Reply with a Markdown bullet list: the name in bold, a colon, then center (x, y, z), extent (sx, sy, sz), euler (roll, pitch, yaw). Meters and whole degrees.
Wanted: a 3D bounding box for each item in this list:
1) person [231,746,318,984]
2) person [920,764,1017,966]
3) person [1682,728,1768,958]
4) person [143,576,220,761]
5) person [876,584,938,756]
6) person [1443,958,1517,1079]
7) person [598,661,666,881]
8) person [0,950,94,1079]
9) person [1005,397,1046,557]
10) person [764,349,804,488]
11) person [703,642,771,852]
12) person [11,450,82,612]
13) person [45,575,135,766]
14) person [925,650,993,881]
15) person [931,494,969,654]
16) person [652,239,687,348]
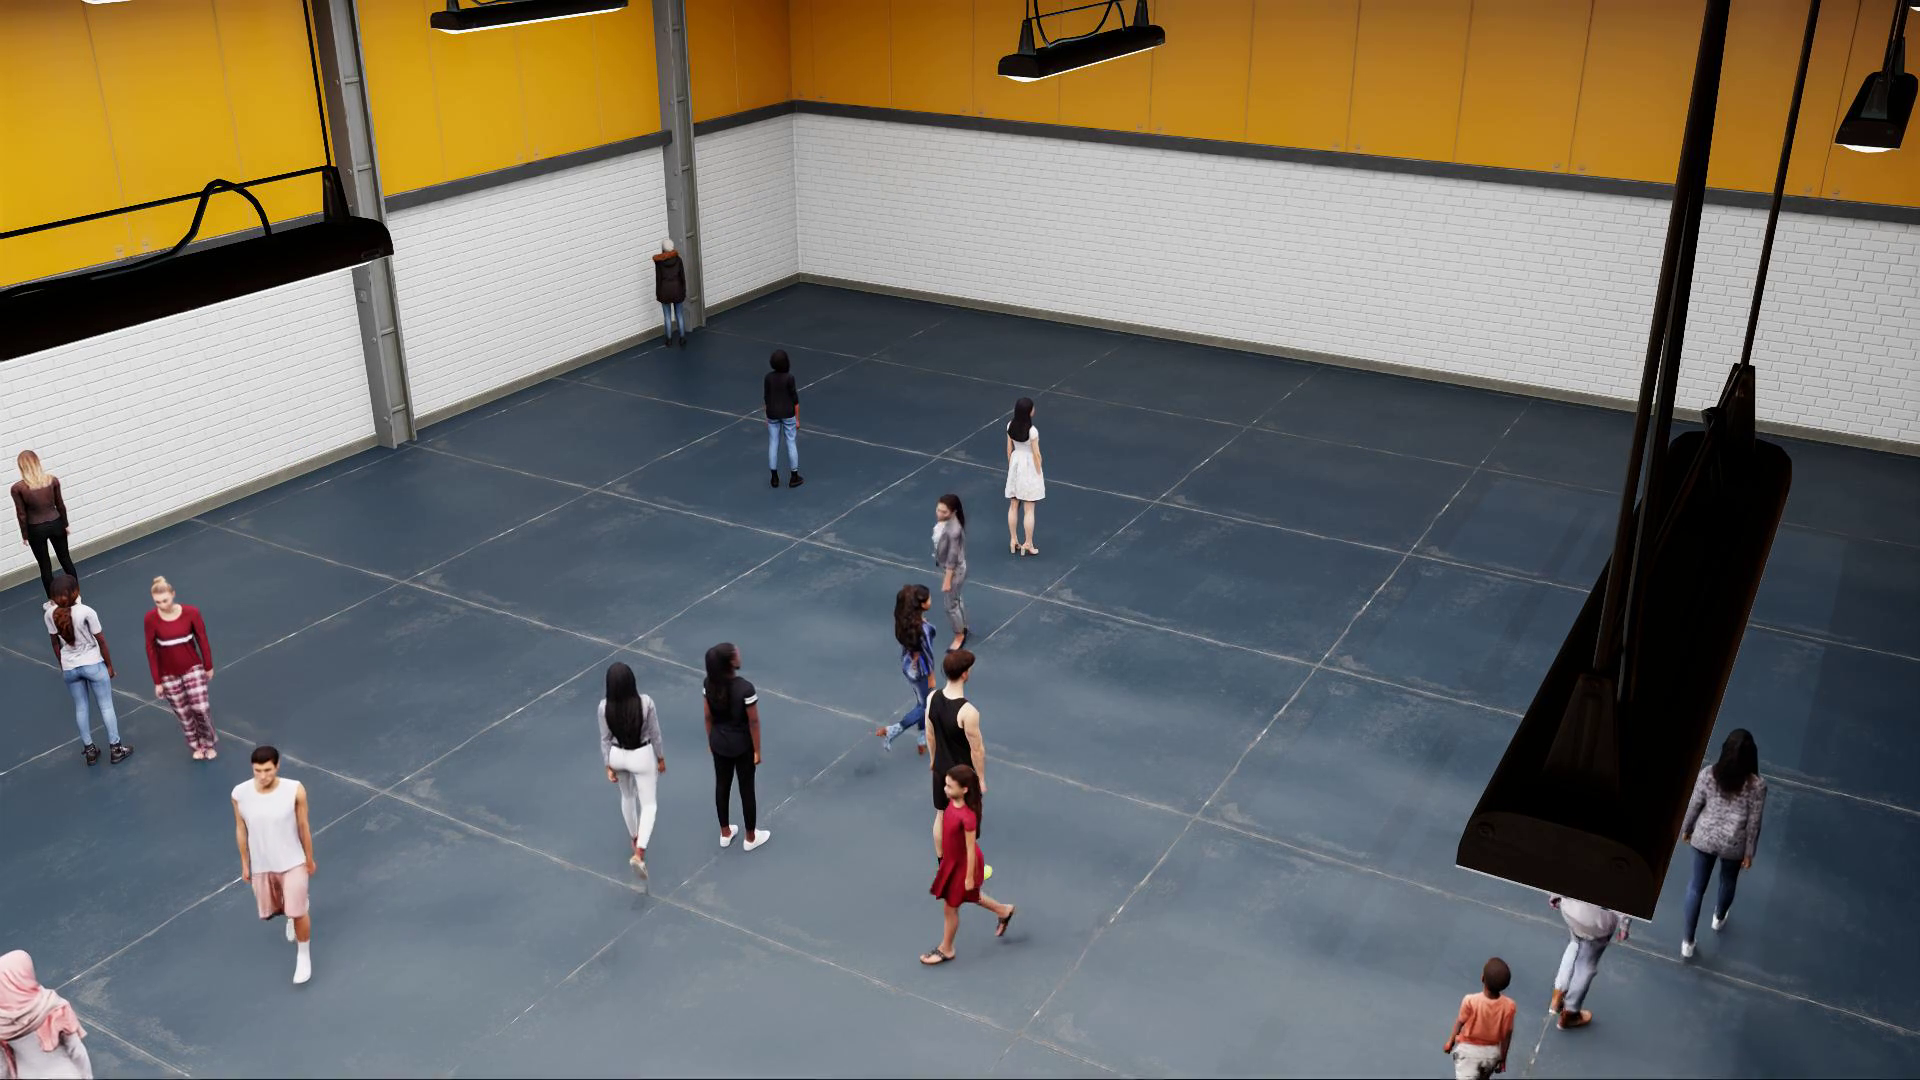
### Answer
- **person**: center (-4.628, 2.145, 11.365), extent (0.909, 1.771, 1.012), euler (-2, 24, -4)
- **person**: center (0.077, 2.218, 11.493), extent (1.010, 1.534, 0.907), euler (-9, 25, -19)
- **person**: center (5.232, 2.119, 11.506), extent (0.652, 1.705, 0.978), euler (14, 27, 29)
- **person**: center (-6.534, 1.063, 13.939), extent (0.754, 1.691, 0.824), euler (-11, 26, -23)
- **person**: center (-0.401, 1.125, 13.904), extent (0.956, 1.605, 0.873), euler (-9, 25, -21)
- **person**: center (3.078, 3.071, 9.836), extent (0.766, 1.298, 0.952), euler (0, 24, 1)
- **person**: center (-2.447, 1.721, 12.420), extent (0.920, 1.701, 1.125), euler (0, 24, 0)
- **person**: center (-5.059, 3.051, 9.251), extent (0.728, 1.803, 0.782), euler (-6, 24, -13)
- **person**: center (0.686, -0.684, 17.831), extent (0.685, 1.775, 0.679), euler (18, 29, 35)
- **person**: center (-2.107, -1.441, 19.658), extent (0.650, 1.698, 0.668), euler (2, 24, 5)
- **person**: center (-1.732, 1.569, 12.731), extent (0.632, 1.731, 0.593), euler (9, 25, 20)
- **person**: center (-9.106, -0.094, 16.568), extent (0.709, 1.705, 0.522), euler (21, 31, 39)
- **person**: center (-7.305, 1.074, 13.879), extent (0.668, 1.720, 0.695), euler (-2, 24, -4)
- **person**: center (-0.028, 1.683, 12.270), extent (0.722, 1.892, 0.641), euler (19, 30, 36)
- **person**: center (-0.044, 0.294, 15.757), extent (0.930, 1.643, 0.823), euler (2, 24, 4)
- **person**: center (-4.335, -3.716, 24.943), extent (0.728, 1.634, 0.799), euler (-8, 25, -18)
